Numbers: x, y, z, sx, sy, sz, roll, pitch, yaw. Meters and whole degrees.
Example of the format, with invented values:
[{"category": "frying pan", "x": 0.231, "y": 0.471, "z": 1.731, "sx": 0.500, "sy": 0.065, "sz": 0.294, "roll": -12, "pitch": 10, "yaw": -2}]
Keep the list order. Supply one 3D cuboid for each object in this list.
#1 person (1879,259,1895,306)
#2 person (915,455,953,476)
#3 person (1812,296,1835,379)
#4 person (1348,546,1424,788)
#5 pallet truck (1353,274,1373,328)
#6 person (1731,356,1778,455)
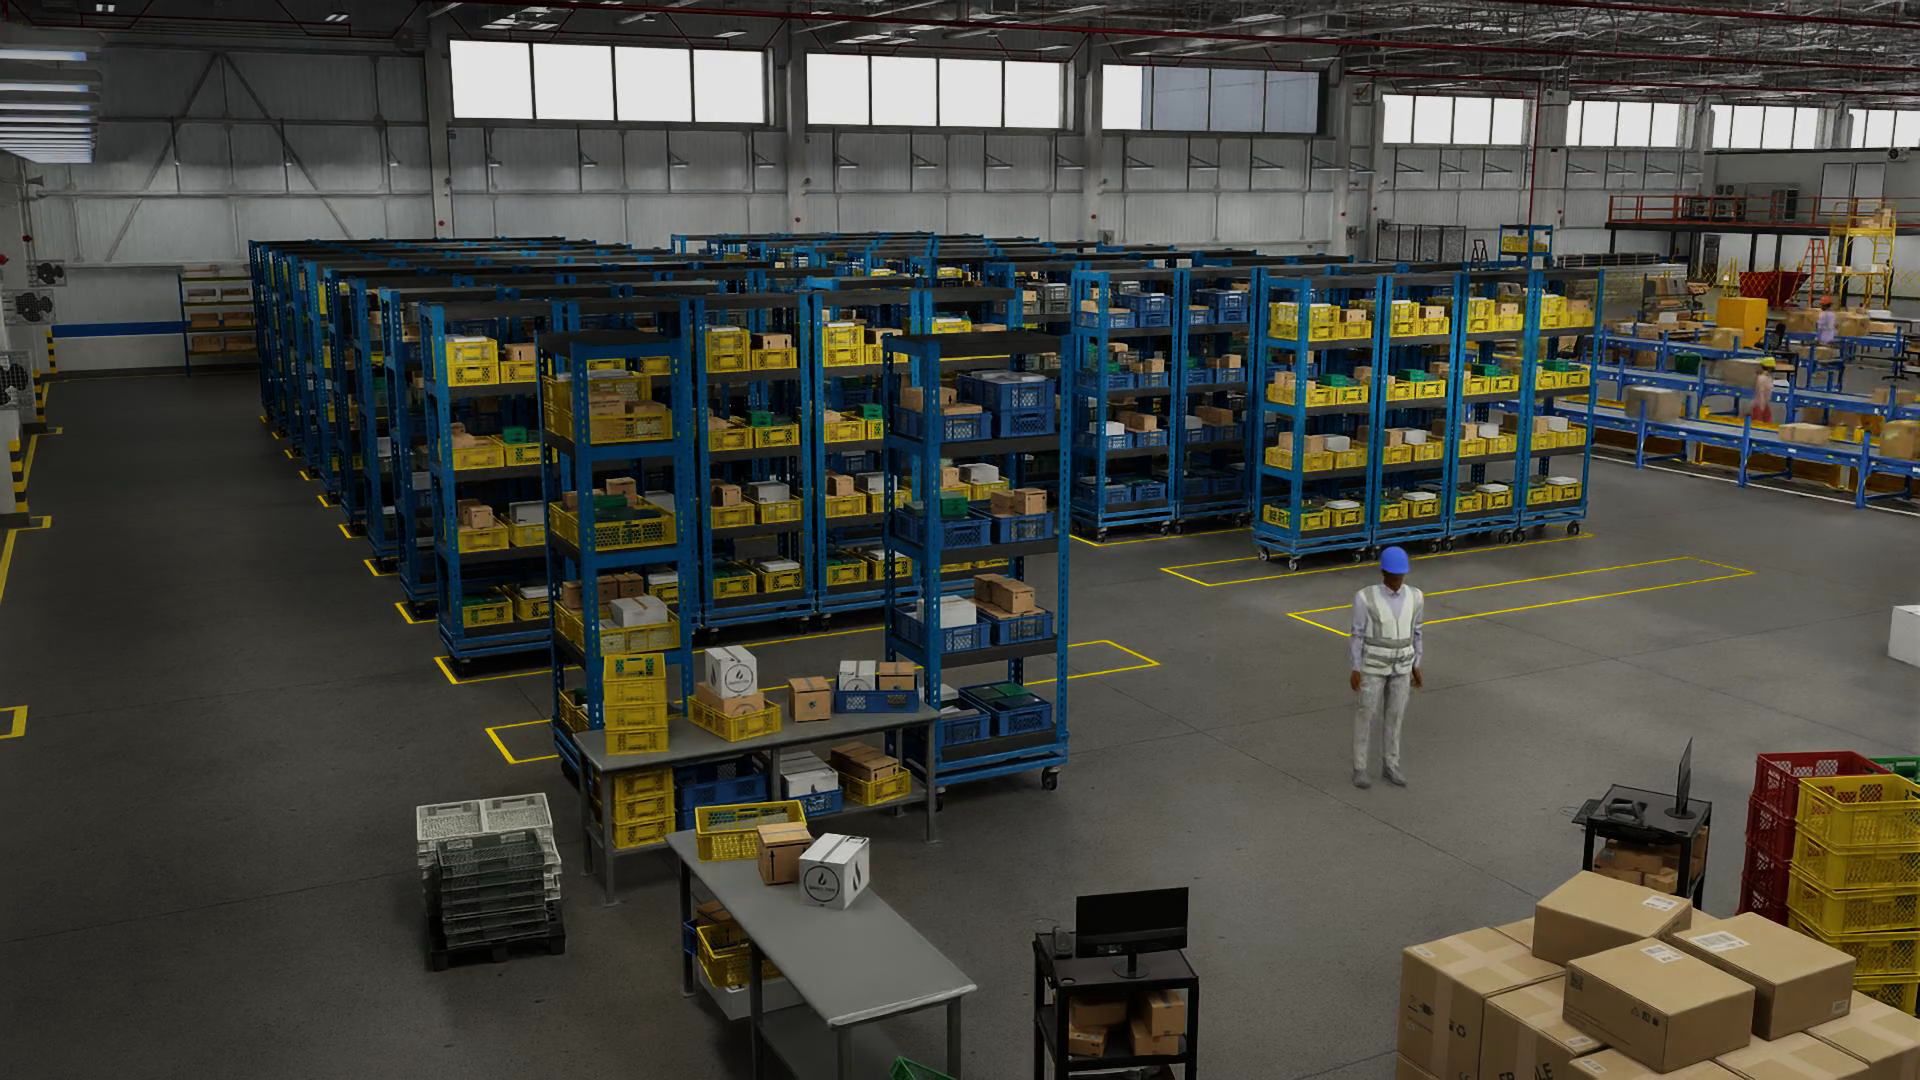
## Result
[{"category": "person", "x": 36.180, "y": -10.026, "z": 64.847, "sx": 0.508, "sy": 1.845, "sz": 0.345, "roll": -9, "pitch": 15, "yaw": -35}, {"category": "person", "x": -0.330, "y": -0.693, "z": 21.259, "sx": 0.608, "sy": 1.822, "sz": 0.414, "roll": -7, "pitch": 14, "yaw": -28}, {"category": "person", "x": 21.060, "y": -4.911, "z": 40.488, "sx": 0.626, "sy": 2.026, "sz": 0.529, "roll": -10, "pitch": 16, "yaw": -40}, {"category": "person", "x": 3.349, "y": 0.992, "z": 13.067, "sx": 0.615, "sy": 1.945, "sz": 0.404, "roll": -3, "pitch": 12, "yaw": -12}, {"category": "pallet truck", "x": 13.011, "y": -8.050, "z": 55.243, "sx": 0.823, "sy": 1.965, "sz": 1.885, "roll": -7, "pitch": 14, "yaw": -28}, {"category": "person", "x": 14.067, "y": -2.378, "z": 29.305, "sx": 0.524, "sy": 1.741, "sz": 0.756, "roll": -10, "pitch": 16, "yaw": -40}]
